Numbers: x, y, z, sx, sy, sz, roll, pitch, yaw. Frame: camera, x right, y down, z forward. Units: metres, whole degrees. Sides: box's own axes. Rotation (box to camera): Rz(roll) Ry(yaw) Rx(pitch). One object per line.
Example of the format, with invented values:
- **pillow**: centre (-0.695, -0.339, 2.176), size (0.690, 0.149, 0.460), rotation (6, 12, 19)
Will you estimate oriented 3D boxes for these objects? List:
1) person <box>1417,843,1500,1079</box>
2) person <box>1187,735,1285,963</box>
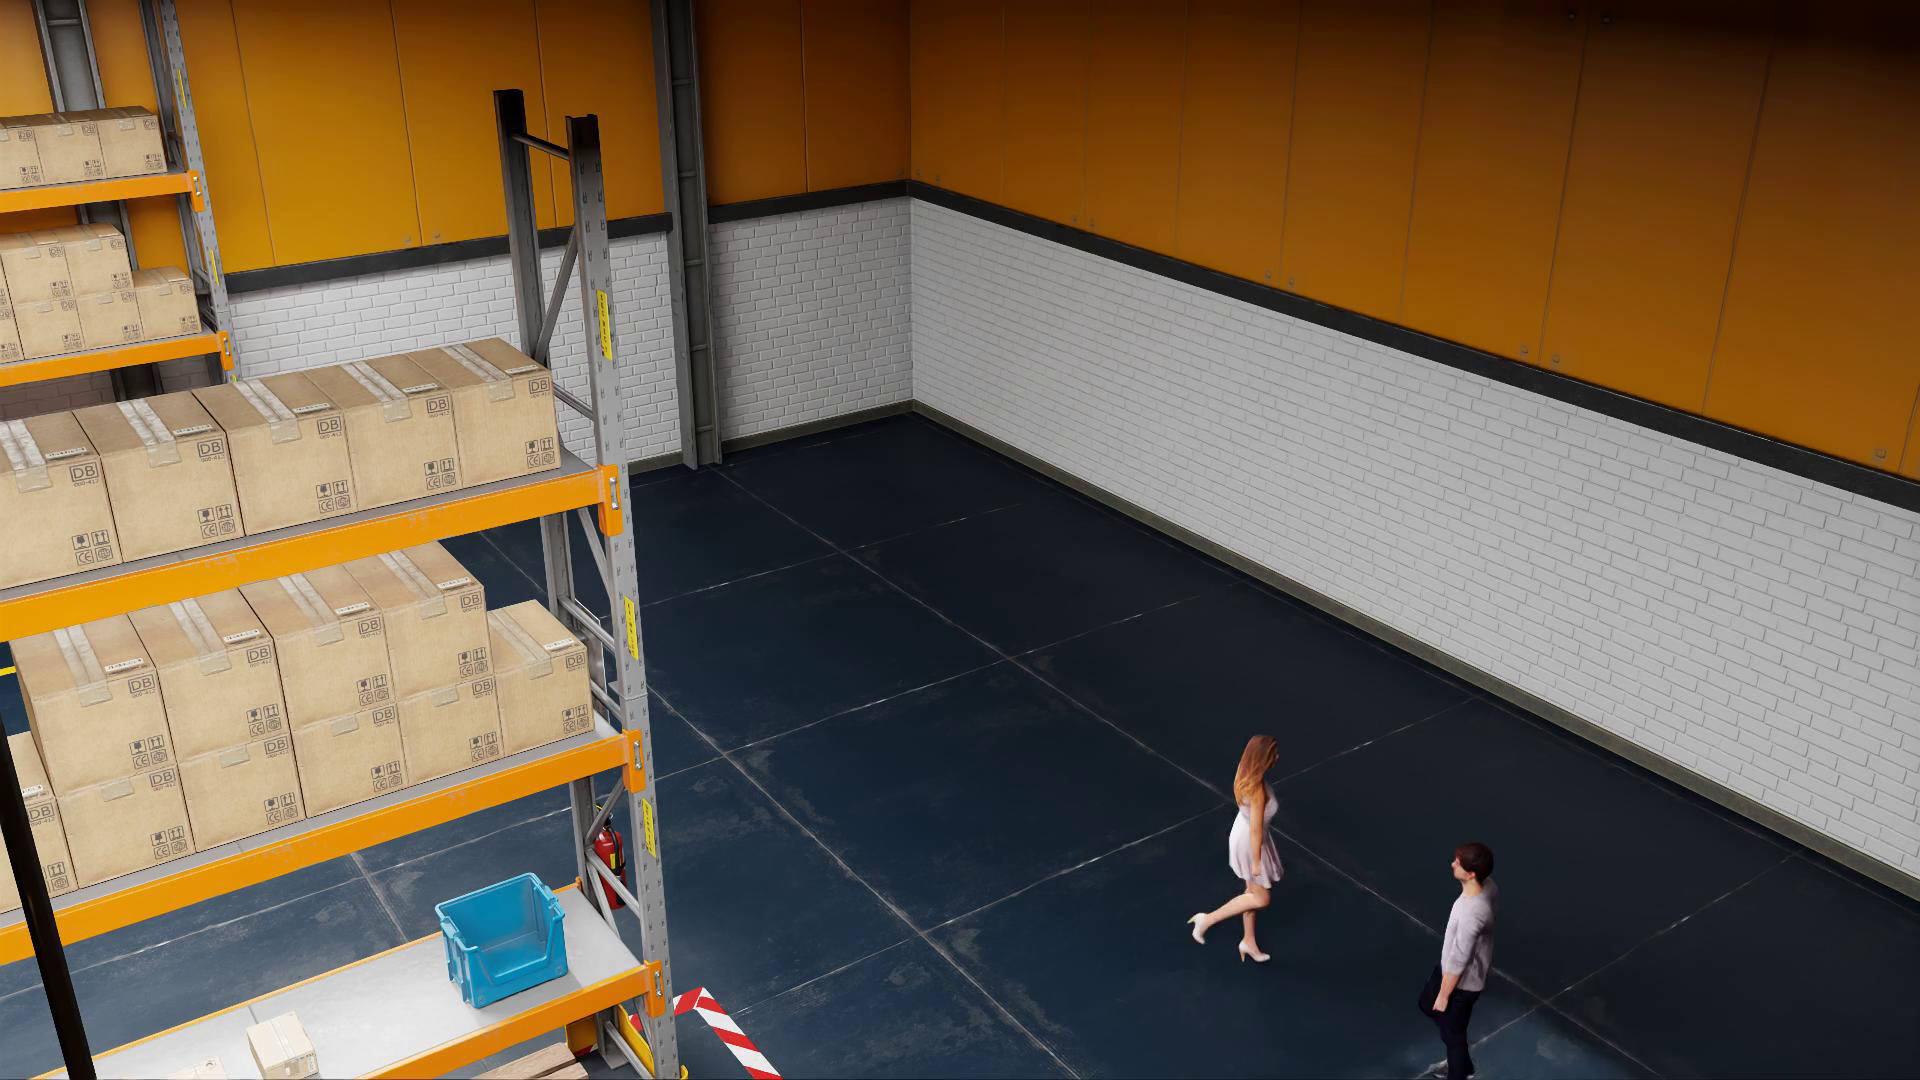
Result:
- **person**: centre (3.066, 2.599, 9.878), size (0.870, 1.834, 0.774), rotation (9, 25, 20)
- **person**: centre (1.868, 2.093, 11.133), size (0.942, 1.756, 0.845), rotation (1, 24, 2)
